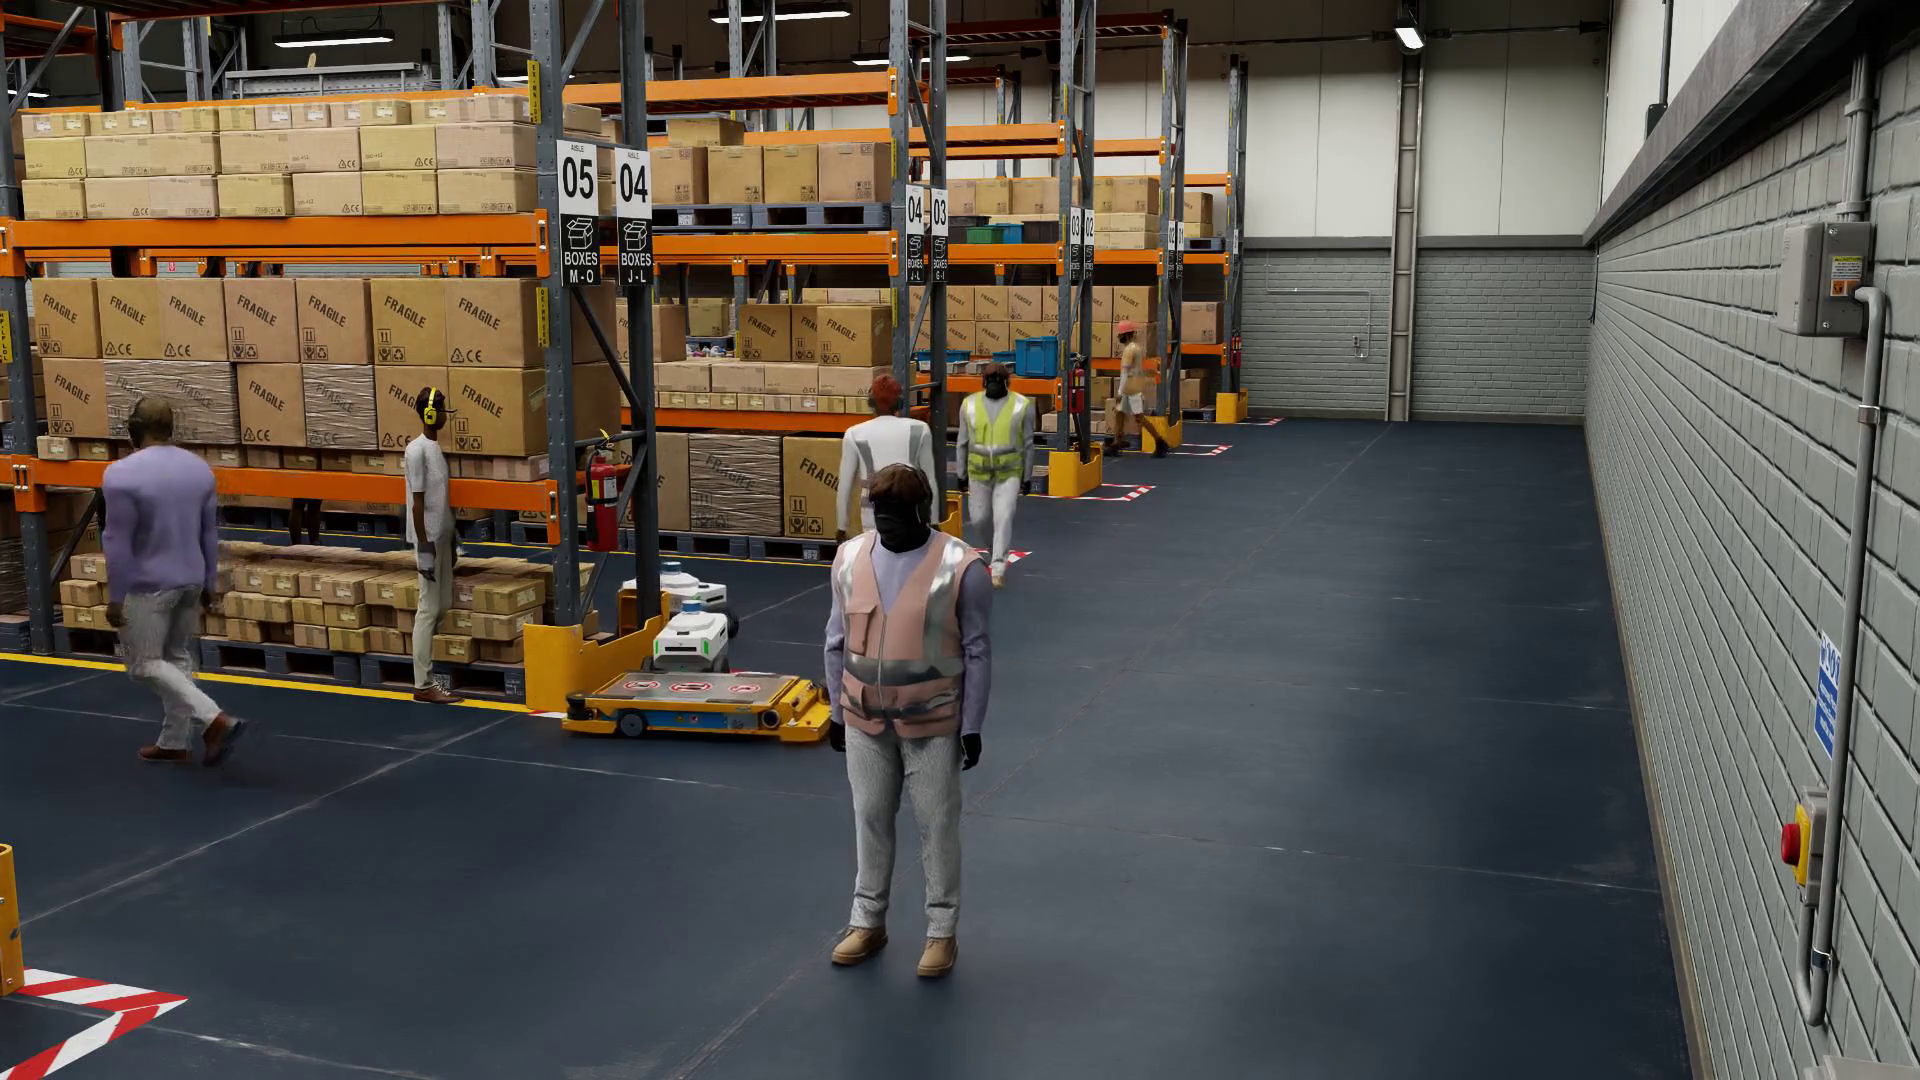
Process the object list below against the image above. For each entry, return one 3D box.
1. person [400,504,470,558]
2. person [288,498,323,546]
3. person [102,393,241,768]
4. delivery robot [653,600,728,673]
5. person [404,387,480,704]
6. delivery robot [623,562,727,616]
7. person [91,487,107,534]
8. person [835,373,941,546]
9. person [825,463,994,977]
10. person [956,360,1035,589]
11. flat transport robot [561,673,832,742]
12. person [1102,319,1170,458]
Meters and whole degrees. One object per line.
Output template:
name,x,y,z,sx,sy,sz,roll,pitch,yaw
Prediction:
person,-4.584,-0.715,14.300,0.590,1.865,0.993,-9,13,-43
person,-5.531,-0.720,14.123,0.349,1.940,0.551,2,9,15
person,-3.906,0.229,8.270,0.668,1.921,0.637,3,10,19
delivery robot,-1.598,0.601,9.904,0.477,0.478,0.707,0,9,1
person,-3.052,0.028,9.724,0.333,1.860,0.510,0,9,2
delivery robot,-1.927,0.392,11.205,0.707,0.478,0.477,5,11,30
person,-6.748,-0.659,13.433,0.582,2.000,0.711,2,9,15
person,-0.458,-0.123,10.647,0.688,1.874,0.390,-1,9,-8
person,-0.201,0.639,5.951,0.625,1.843,0.430,4,10,21
person,0.294,-0.549,13.424,0.639,1.823,0.709,2,9,12
flat transport robot,-1.400,0.904,9.182,1.431,0.197,0.652,1,9,8
person,2.391,-2.043,22.558,0.965,1.904,0.553,1,9,8
